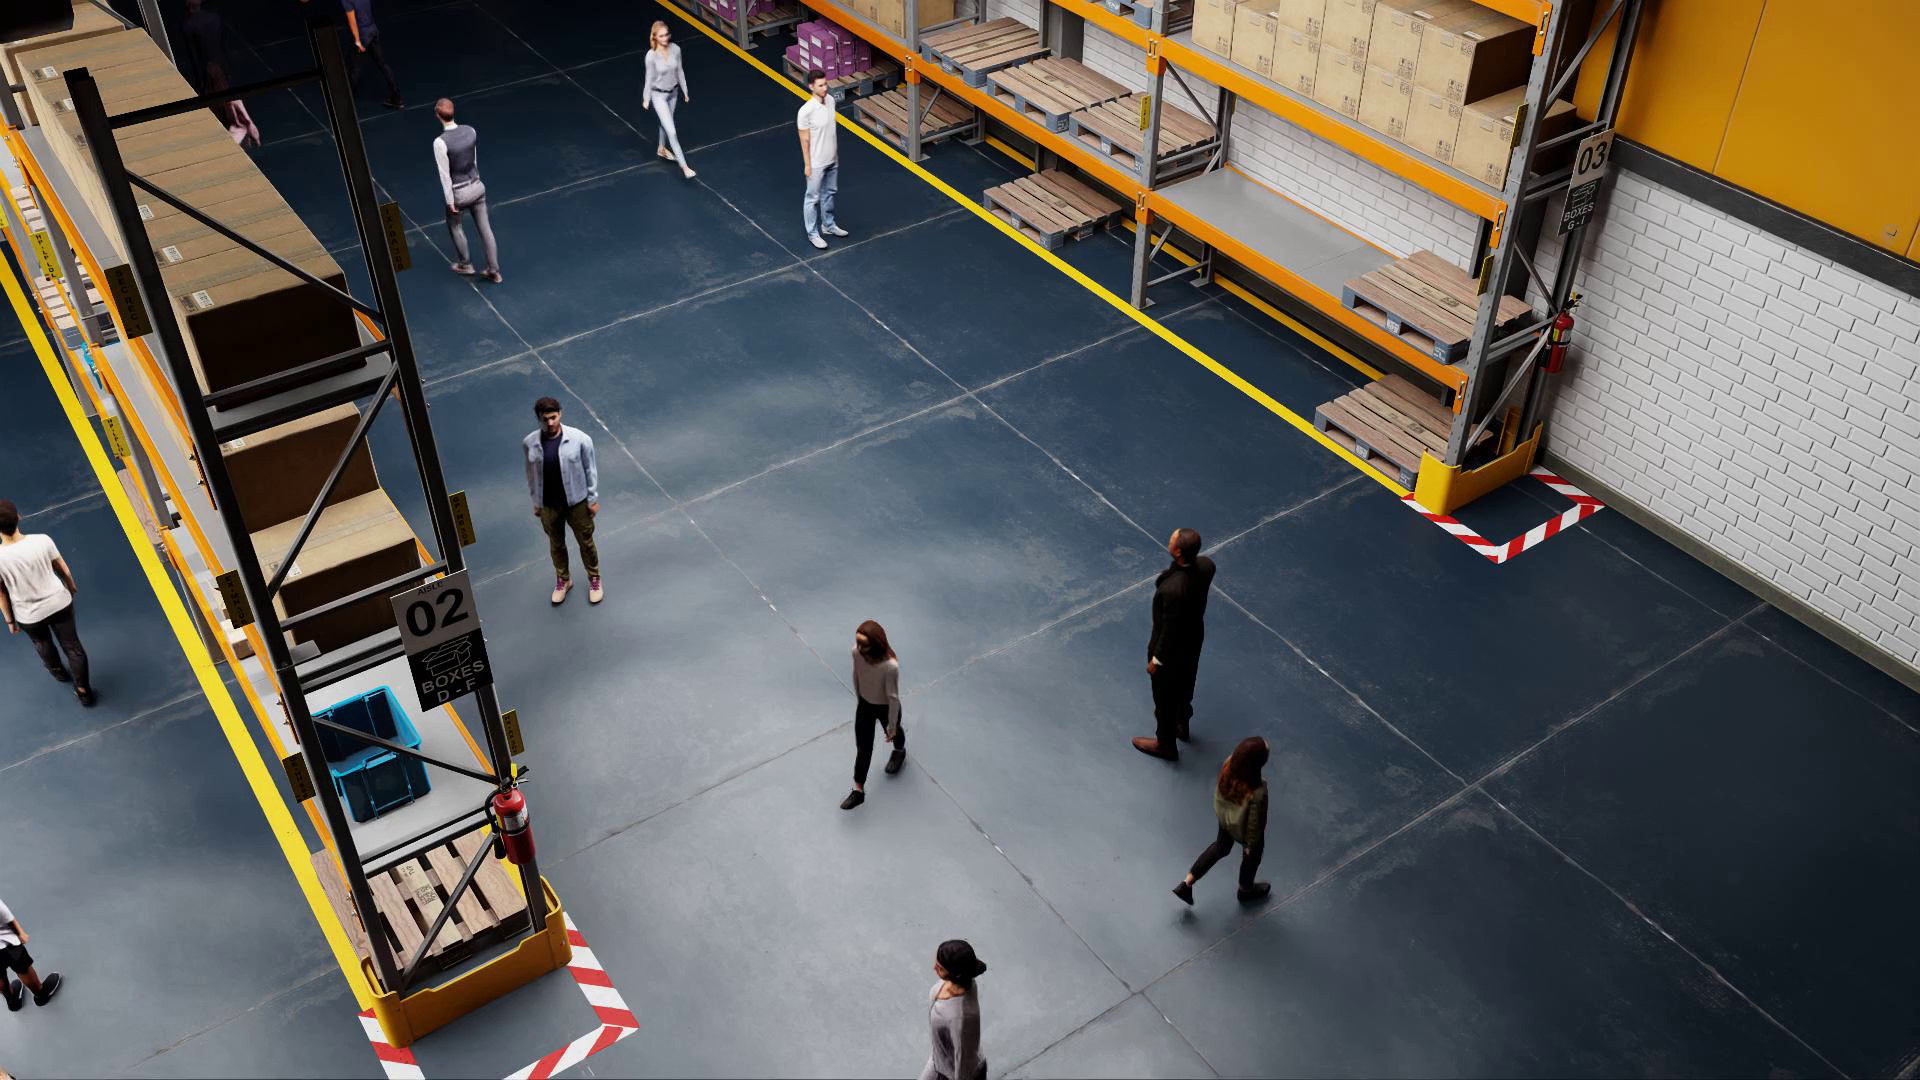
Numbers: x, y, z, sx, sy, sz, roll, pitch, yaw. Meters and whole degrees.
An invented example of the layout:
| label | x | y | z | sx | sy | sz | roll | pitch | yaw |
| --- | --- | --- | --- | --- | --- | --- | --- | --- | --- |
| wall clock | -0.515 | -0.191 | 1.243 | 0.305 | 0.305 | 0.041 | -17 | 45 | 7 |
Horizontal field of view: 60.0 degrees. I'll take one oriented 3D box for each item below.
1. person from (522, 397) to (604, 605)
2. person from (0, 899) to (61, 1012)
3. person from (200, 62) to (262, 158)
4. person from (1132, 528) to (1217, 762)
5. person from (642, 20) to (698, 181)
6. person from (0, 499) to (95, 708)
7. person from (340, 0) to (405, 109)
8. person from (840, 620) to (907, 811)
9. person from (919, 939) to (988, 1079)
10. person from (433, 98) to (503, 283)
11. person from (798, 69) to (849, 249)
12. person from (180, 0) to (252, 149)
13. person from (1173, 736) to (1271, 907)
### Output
| label | x | y | z | sx | sy | sz | roll | pitch | yaw |
| --- | --- | --- | --- | --- | --- | --- | --- | --- | --- |
| person | -2.993 | -0.302 | 12.578 | 0.765 | 1.812 | 0.779 | 0 | 39 | 0 |
| person | -5.676 | 2.314 | 9.744 | 0.566 | 1.262 | 0.603 | -6 | 39 | -8 |
| person | -7.555 | -4.017 | 17.273 | 0.997 | 1.759 | 1.210 | -4 | 39 | -5 |
| person | 1.474 | 0.689 | 11.264 | 0.731 | 1.904 | 0.765 | 25 | 45 | 28 |
| person | -3.304 | -4.894 | 18.393 | 0.744 | 1.731 | 1.244 | -31 | 48 | -33 |
| person | -6.429 | 0.491 | 11.672 | 0.668 | 1.704 | 0.871 | -26 | 45 | -28 |
| person | -6.969 | -5.946 | 19.699 | 1.181 | 1.745 | 1.021 | 14 | 41 | 16 |
| person | -0.499 | 1.081 | 11.142 | 0.988 | 1.443 | 0.905 | 18 | 42 | 21 |
| person | 0.092 | 2.729 | 8.838 | 0.974 | 1.742 | 1.093 | -6 | 39 | -8 |
| person | -4.812 | -3.401 | 16.372 | 0.895 | 1.920 | 0.767 | 31 | 48 | 33 |
| person | -1.428 | -3.943 | 17.095 | 0.665 | 1.865 | 0.732 | 27 | 46 | 30 |
| person | -8.390 | -5.283 | 18.824 | 0.951 | 1.801 | 0.879 | 22 | 43 | 25 |
| person | 1.665 | 1.765 | 10.273 | 0.725 | 1.458 | 0.874 | -17 | 42 | -20 |
